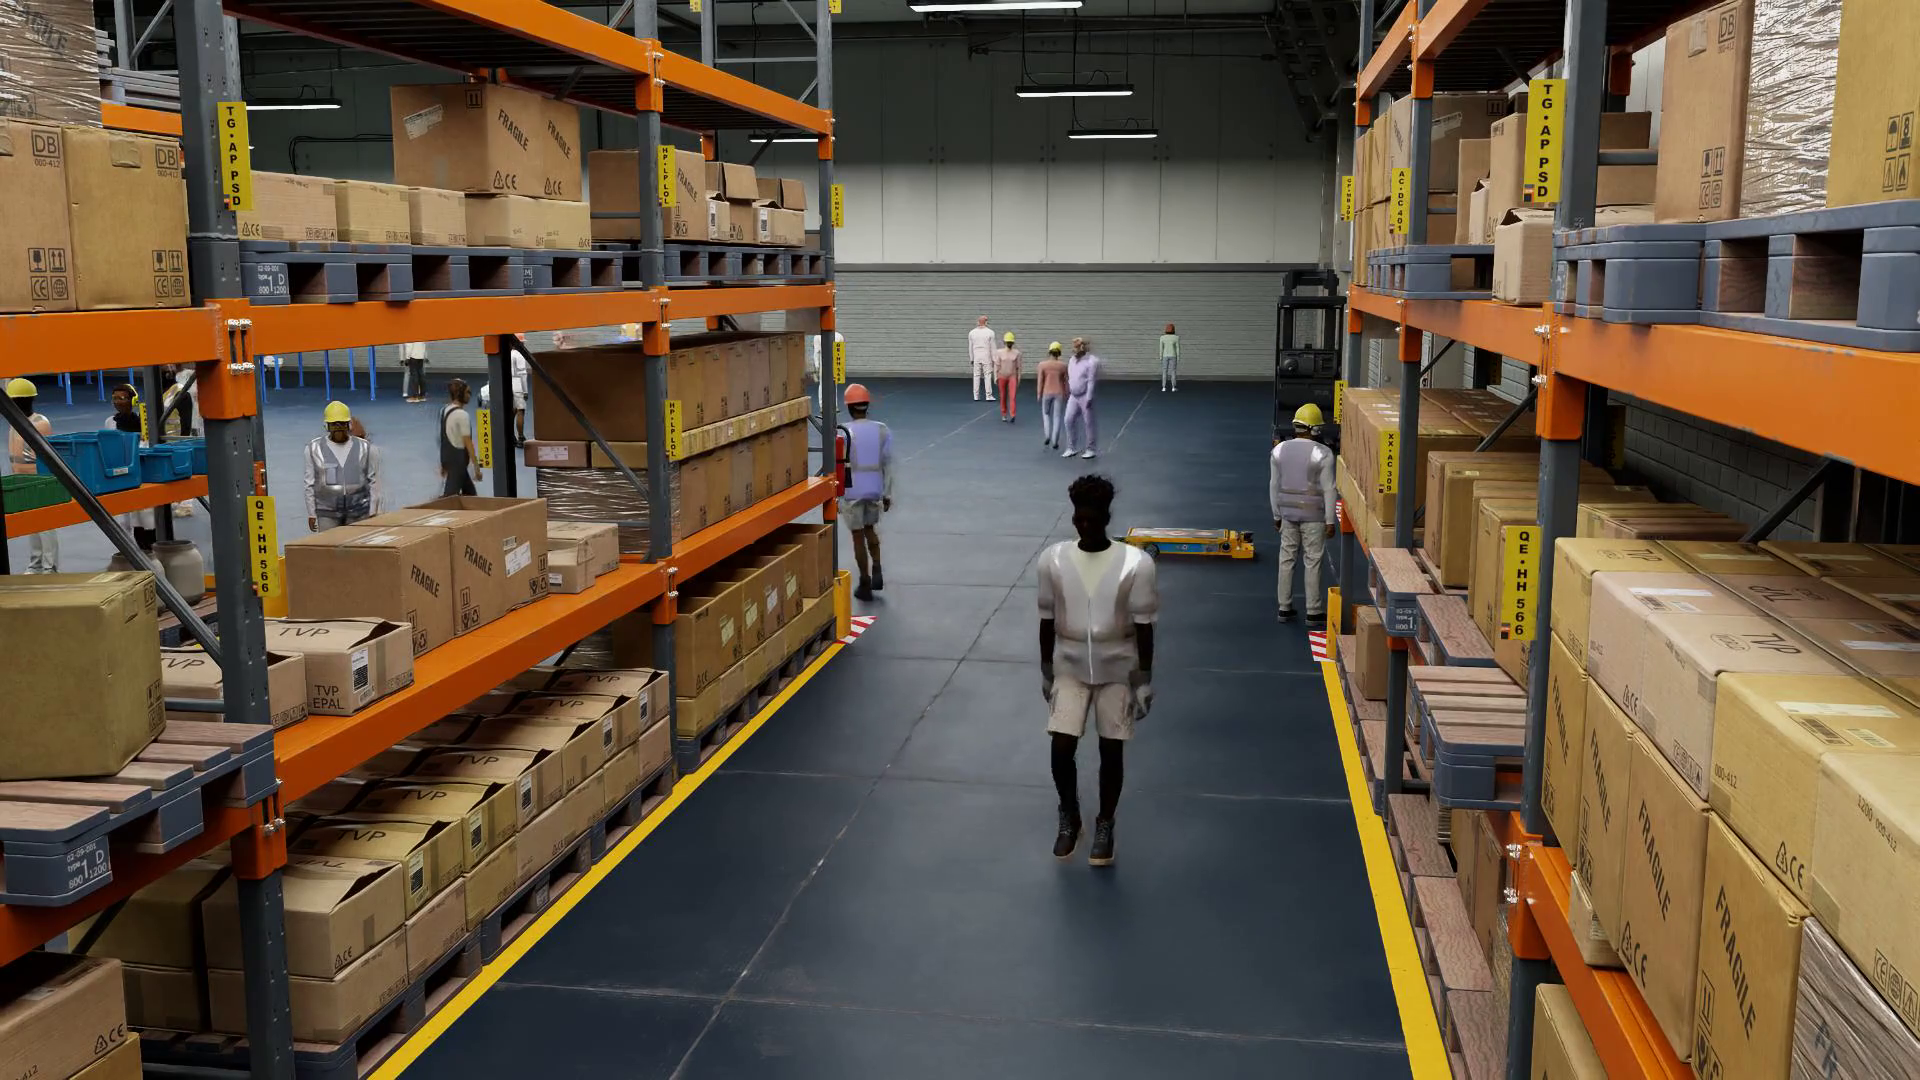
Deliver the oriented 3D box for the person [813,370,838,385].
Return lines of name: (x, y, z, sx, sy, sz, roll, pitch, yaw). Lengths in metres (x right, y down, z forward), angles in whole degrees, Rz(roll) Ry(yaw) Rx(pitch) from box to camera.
person: (-3.416, -4.770, 42.360, 0.579, 1.677, 0.536, 6, 11, 31)

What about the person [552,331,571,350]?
person: (-6.900, -2.684, 28.869, 0.467, 1.878, 0.694, 0, 9, 1)

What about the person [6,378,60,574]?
person: (-8.659, -0.541, 15.500, 0.587, 1.927, 0.367, 6, 11, 34)

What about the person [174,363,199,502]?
person: (-9.808, -1.497, 21.091, 0.621, 2.026, 0.777, 4, 10, 25)

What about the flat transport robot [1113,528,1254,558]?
flat transport robot: (2.319, 0.022, 17.257, 1.431, 0.197, 0.652, 1, 9, 9)

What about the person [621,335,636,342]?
person: (-5.290, -2.263, 26.133, 0.669, 1.926, 0.626, 4, 10, 23)

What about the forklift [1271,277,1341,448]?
forklift: (5.847, -3.016, 27.970, 1.129, 2.768, 1.873, 1, 9, 9)

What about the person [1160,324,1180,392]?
person: (5.084, -4.414, 40.296, 0.500, 1.633, 0.280, 3, 10, 16)

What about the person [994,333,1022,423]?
person: (0.928, -3.131, 32.116, 0.523, 1.722, 0.910, 1, 9, 4)

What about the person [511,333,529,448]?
person: (-7.331, -2.488, 27.546, 0.549, 1.939, 0.445, 8, 12, 42)

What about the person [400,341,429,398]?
person: (-12.608, -4.242, 38.453, 0.645, 1.883, 0.690, 1, 9, 3)

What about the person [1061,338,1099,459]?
person: (1.855, -2.198, 25.893, 0.662, 1.877, 0.728, 9, 13, 44)

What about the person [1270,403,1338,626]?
person: (2.860, -0.216, 13.784, 0.600, 1.831, 0.404, 8, 12, 41)

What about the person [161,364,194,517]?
person: (-9.429, -1.207, 19.874, 0.619, 1.845, 0.430, 6, 11, 35)

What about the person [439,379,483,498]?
person: (-5.265, -0.800, 17.529, 0.987, 1.791, 0.538, -7, 11, -36)

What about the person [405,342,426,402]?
person: (-12.191, -4.086, 37.157, 0.379, 1.996, 0.611, 3, 10, 16)

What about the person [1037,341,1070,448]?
person: (1.563, -2.425, 27.656, 0.556, 1.740, 0.705, 1, 9, 4)

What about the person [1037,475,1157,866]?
person: (0.656, 0.649, 8.118, 0.613, 1.946, 0.503, 2, 9, 14)

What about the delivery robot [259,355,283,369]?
delivery robot: (-19.844, -5.114, 47.768, 0.707, 0.478, 0.477, -8, 12, -39)

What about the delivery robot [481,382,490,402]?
delivery robot: (-10.096, -3.161, 35.725, 0.477, 0.478, 0.707, -3, 10, -20)

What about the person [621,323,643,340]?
person: (-8.274, -4.842, 42.011, 0.543, 1.933, 0.369, -1, 9, -3)

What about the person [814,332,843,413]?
person: (-2.711, -3.619, 34.452, 0.630, 1.940, 0.372, -3, 10, -19)

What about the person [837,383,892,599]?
person: (-0.897, -0.437, 14.889, 0.540, 1.918, 0.443, -5, 10, -28)

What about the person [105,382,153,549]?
person: (-7.862, -0.556, 15.759, 0.514, 1.876, 0.328, 1, 9, 5)

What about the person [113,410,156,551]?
person: (-7.401, -0.373, 15.253, 0.538, 1.675, 0.531, 6, 11, 34)

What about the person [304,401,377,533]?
person: (-5.215, -0.257, 14.043, 0.586, 1.833, 0.403, -5, 10, -27)

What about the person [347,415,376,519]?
person: (-5.475, -0.320, 15.097, 0.345, 1.622, 0.516, 2, 9, 11)

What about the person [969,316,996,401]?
person: (0.525, -4.074, 37.361, 0.642, 1.907, 0.410, 4, 10, 21)
